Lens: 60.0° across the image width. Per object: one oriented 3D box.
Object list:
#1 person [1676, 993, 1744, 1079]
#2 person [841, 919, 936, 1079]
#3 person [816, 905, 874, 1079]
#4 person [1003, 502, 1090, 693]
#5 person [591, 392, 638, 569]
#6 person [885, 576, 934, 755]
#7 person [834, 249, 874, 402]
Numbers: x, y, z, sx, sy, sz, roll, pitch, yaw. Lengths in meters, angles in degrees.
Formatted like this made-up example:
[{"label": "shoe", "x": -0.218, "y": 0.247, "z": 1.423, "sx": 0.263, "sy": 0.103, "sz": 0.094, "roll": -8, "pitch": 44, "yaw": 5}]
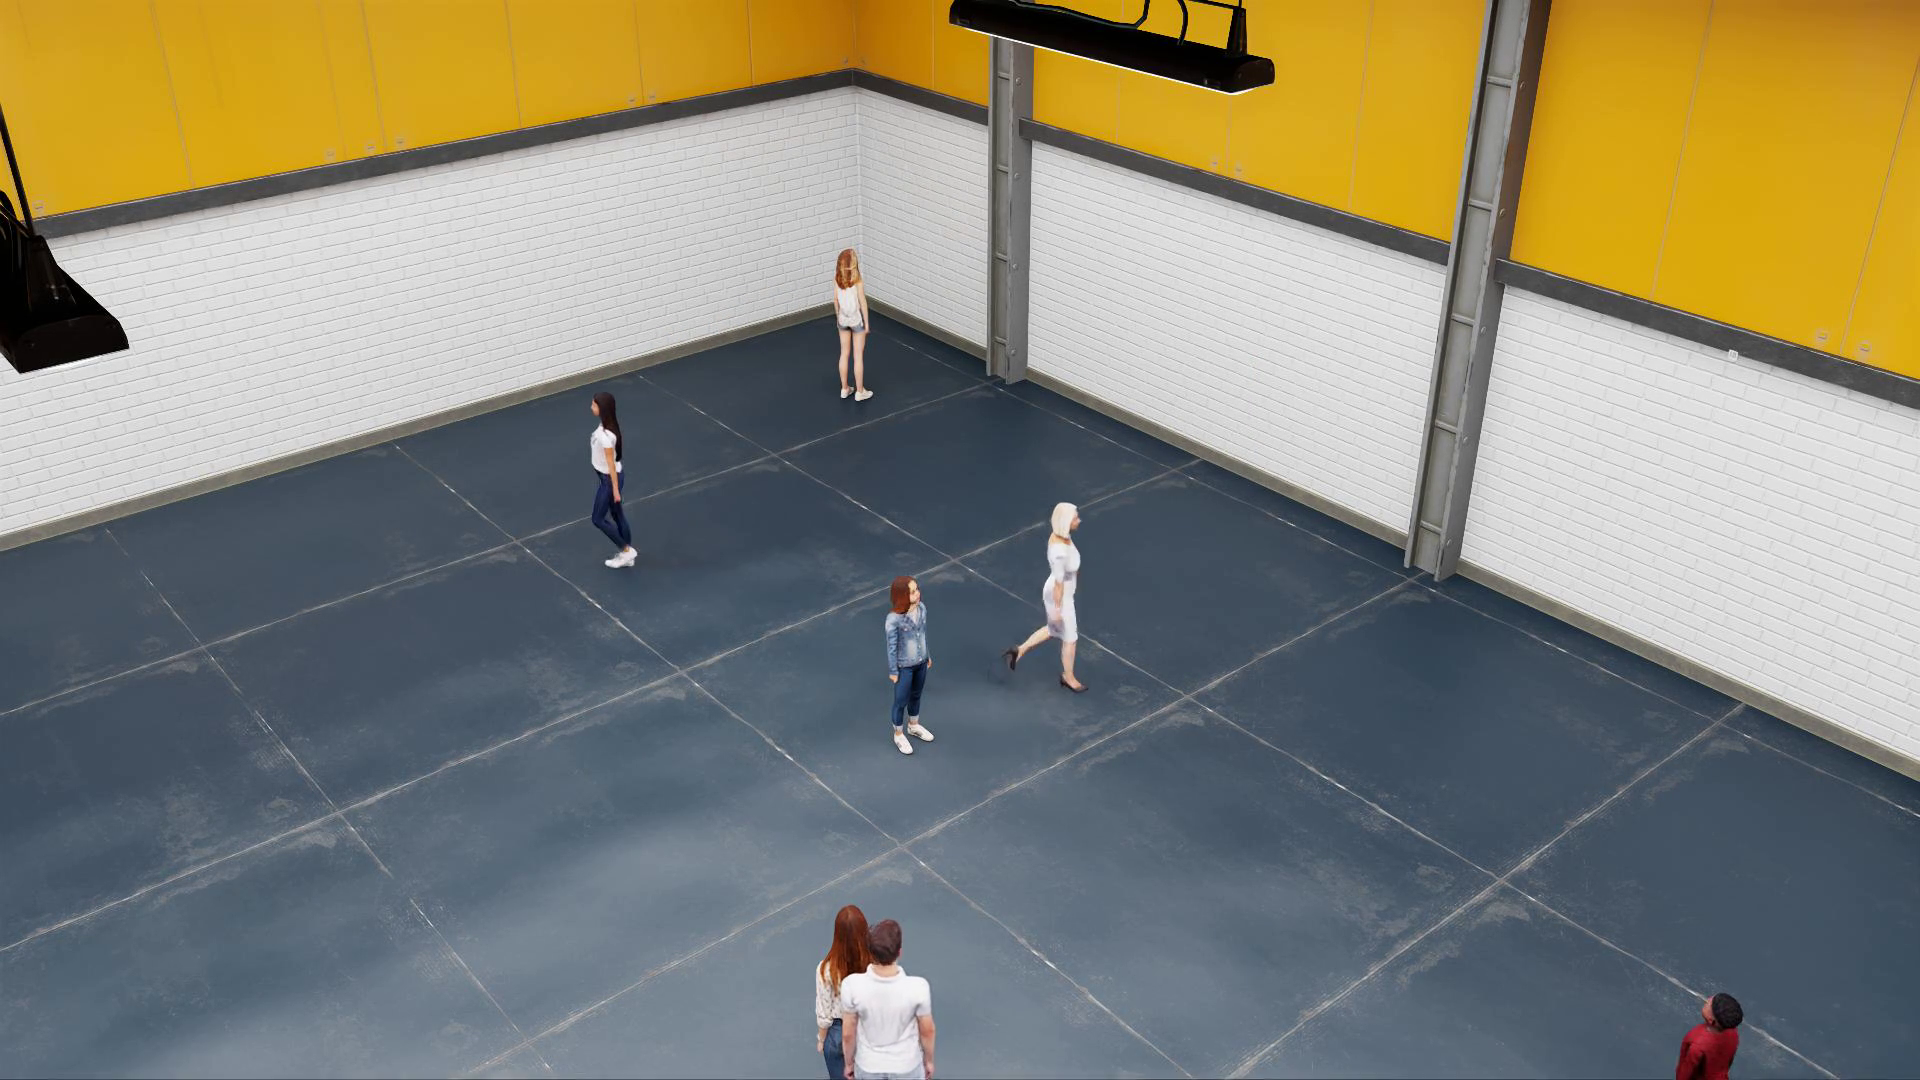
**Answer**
[{"label": "person", "x": 4.158, "y": 3.029, "z": 9.203, "sx": 0.548, "sy": 1.251, "sz": 0.542, "roll": -14, "pitch": 32, "yaw": -24}, {"label": "person", "x": -0.382, "y": 2.818, "z": 8.965, "sx": 0.726, "sy": 1.851, "sz": 0.774, "roll": 1, "pitch": 29, "yaw": 2}, {"label": "person", "x": -0.591, "y": 2.723, "z": 9.265, "sx": 0.644, "sy": 1.729, "sz": 0.616, "roll": -10, "pitch": 30, "yaw": -17}, {"label": "person", "x": 0.730, "y": 0.469, "z": 13.400, "sx": 0.982, "sy": 1.727, "sz": 0.954, "roll": 1, "pitch": 29, "yaw": 1}, {"label": "person", "x": -3.098, "y": -0.531, "z": 15.194, "sx": 0.777, "sy": 1.764, "sz": 0.701, "roll": -3, "pitch": 29, "yaw": -5}, {"label": "person", "x": -0.396, "y": 0.933, "z": 12.812, "sx": 0.528, "sy": 1.476, "sz": 0.590, "roll": 24, "pitch": 37, "yaw": 37}, {"label": "person", "x": -1.224, "y": -2.416, "z": 18.656, "sx": 0.568, "sy": 1.759, "sz": 0.693, "roll": 15, "pitch": 32, "yaw": 26}]
